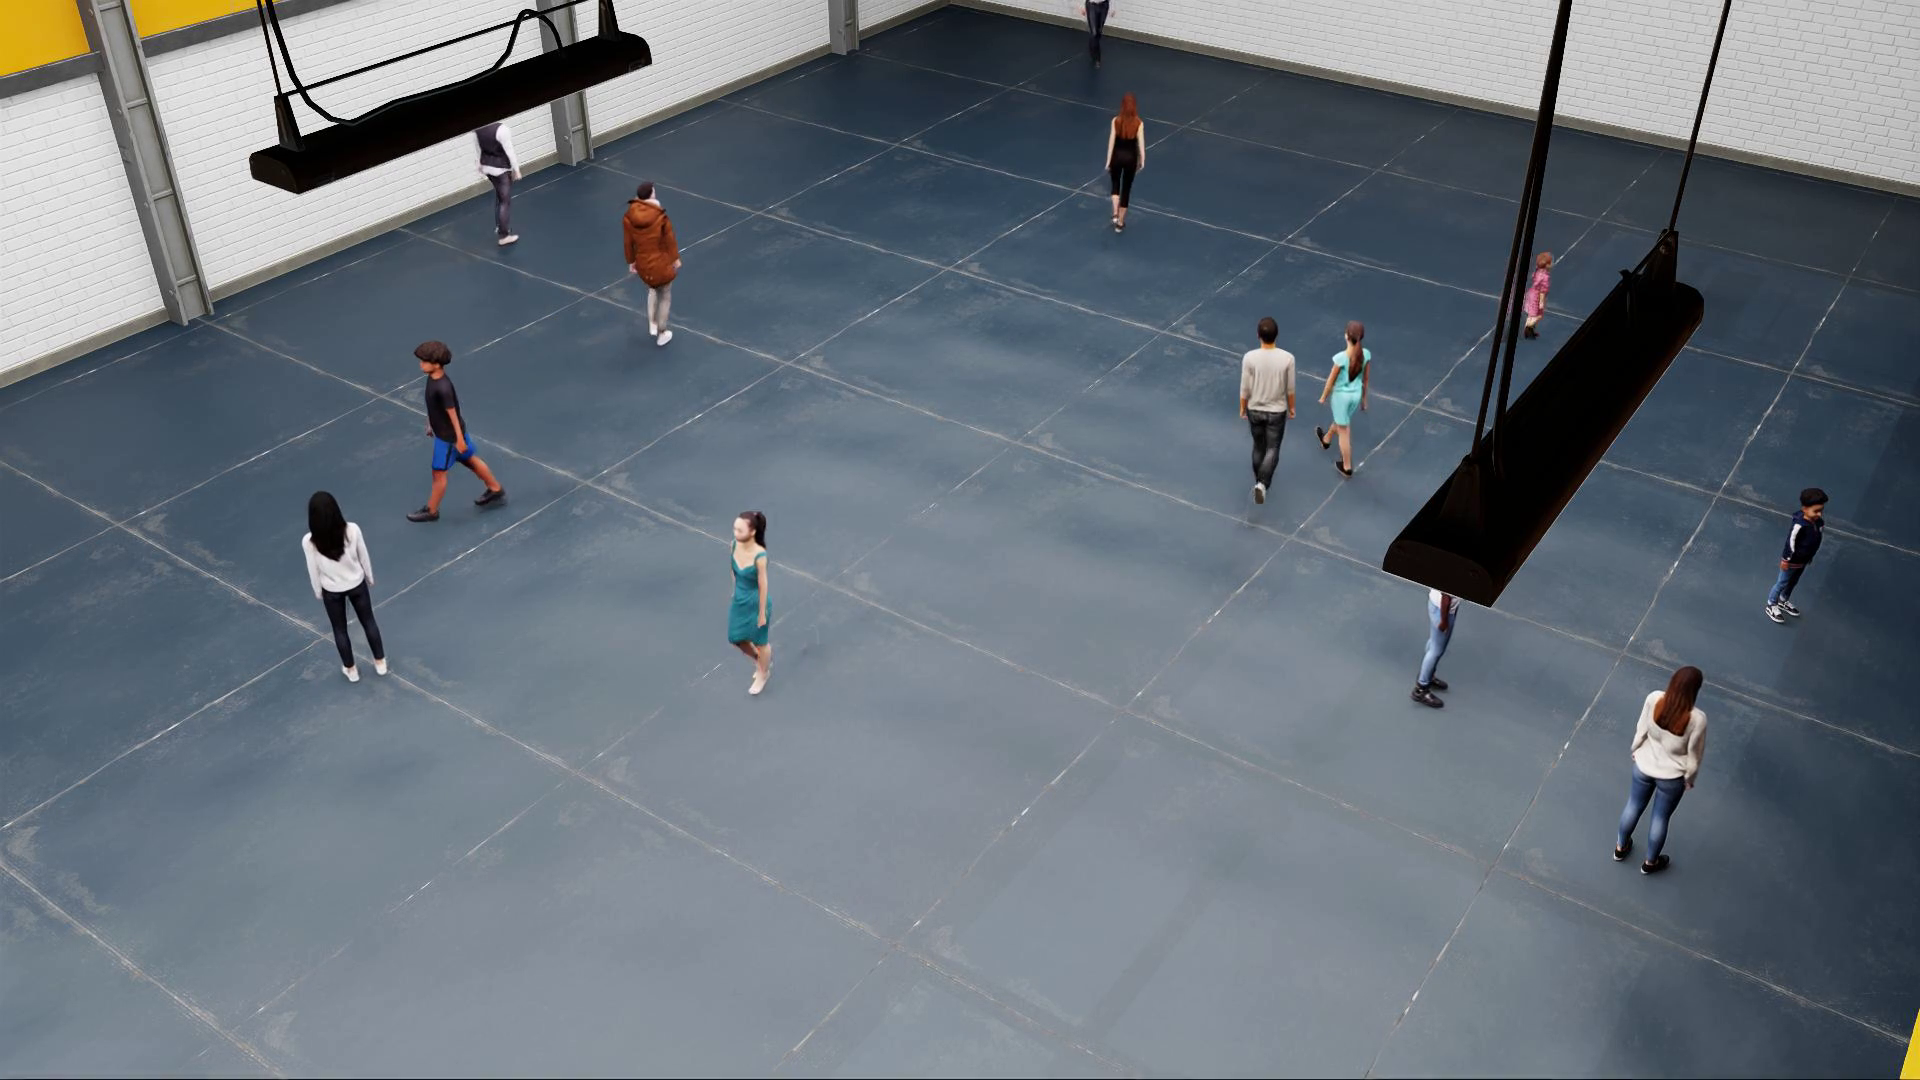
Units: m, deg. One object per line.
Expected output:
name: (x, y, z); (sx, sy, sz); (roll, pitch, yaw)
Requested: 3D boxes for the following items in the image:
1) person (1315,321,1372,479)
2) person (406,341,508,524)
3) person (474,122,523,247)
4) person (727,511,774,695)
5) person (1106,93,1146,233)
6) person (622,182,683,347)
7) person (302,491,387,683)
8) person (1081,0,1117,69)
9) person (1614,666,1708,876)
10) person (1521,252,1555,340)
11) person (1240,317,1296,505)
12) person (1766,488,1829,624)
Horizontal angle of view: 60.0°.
person: (3.680, -1.301, 15.689); (0.991, 1.529, 0.957); (-12, 35, -17)
person: (-4.528, -0.996, 15.030); (1.235, 1.750, 0.985); (-16, 37, -23)
person: (-5.658, -4.430, 20.147); (0.718, 1.804, 0.663); (18, 38, 25)
person: (-1.557, 0.470, 12.891); (0.599, 1.677, 0.594); (26, 42, 34)
person: (2.003, -4.633, 20.537); (0.739, 1.712, 0.837); (9, 35, 14)
person: (-3.312, -2.933, 17.878); (0.793, 1.823, 0.812); (11, 35, 15)
person: (-4.833, 0.361, 13.035); (0.628, 1.698, 0.751); (-17, 37, -23)
person: (2.145, -8.404, 26.148); (1.170, 1.781, 1.242); (-5, 34, -7)
person: (4.753, 1.546, 11.259); (0.630, 1.691, 0.668); (-26, 41, -33)
person: (6.290, -2.672, 18.213); (0.572, 1.019, 0.507); (-3, 34, -5)
person: (2.802, -1.142, 15.213); (0.878, 1.790, 1.025); (9, 35, 13)
person: (6.981, 0.110, 13.849); (0.553, 1.216, 0.655); (-16, 37, -23)
